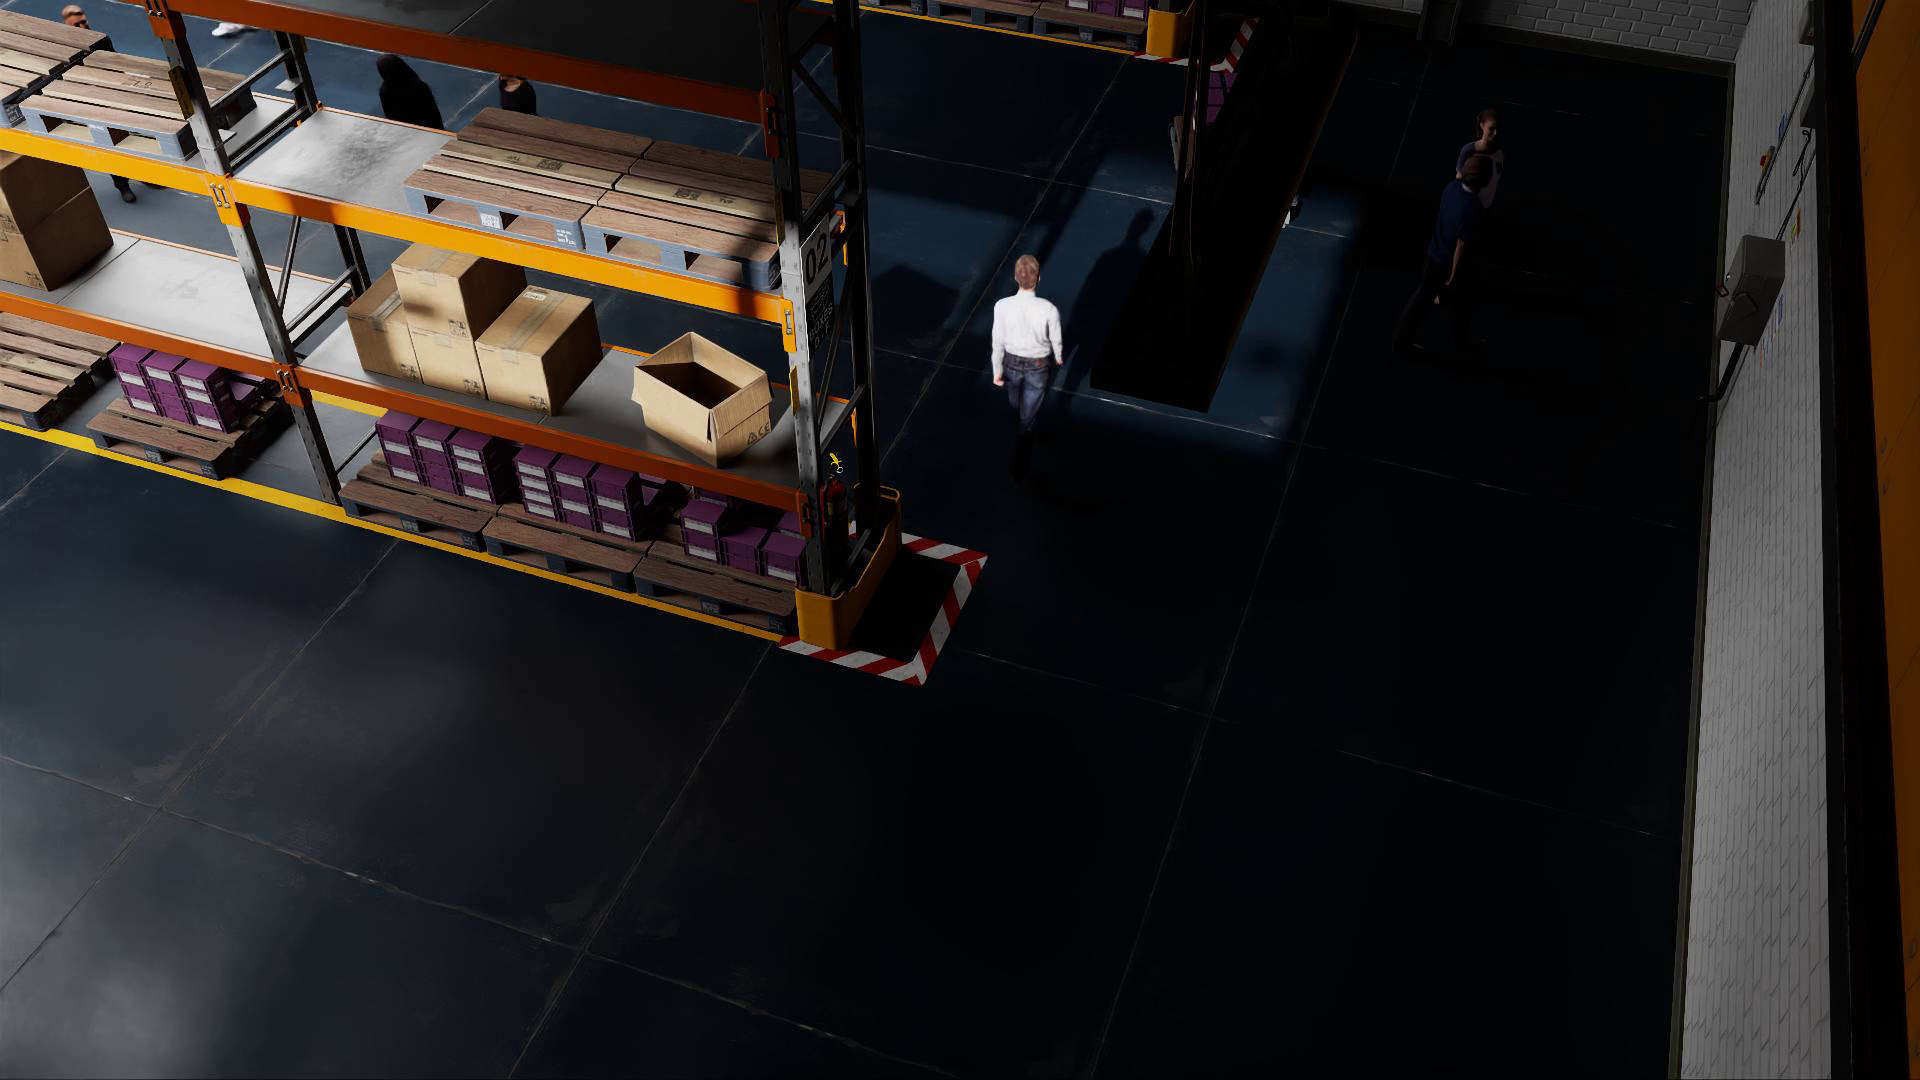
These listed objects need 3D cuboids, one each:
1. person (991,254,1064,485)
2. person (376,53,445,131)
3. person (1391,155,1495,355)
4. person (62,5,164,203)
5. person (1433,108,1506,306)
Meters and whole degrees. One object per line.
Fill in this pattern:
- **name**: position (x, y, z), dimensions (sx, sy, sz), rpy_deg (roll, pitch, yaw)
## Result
- **person**: position (0.474, -1.216, 12.181), dimensions (1.120, 1.765, 0.785), rpy_deg (10, 45, 10)
- **person**: position (-4.757, -3.522, 14.733), dimensions (0.682, 1.584, 0.929), rpy_deg (12, 45, 12)
- **person**: position (3.776, -2.194, 13.154), dimensions (1.119, 1.839, 1.025), rpy_deg (-15, 46, -15)
- **person**: position (-7.720, -3.976, 15.042), dimensions (0.719, 1.815, 0.761), rpy_deg (30, 51, 28)
- **person**: position (4.247, -2.791, 13.834), dimensions (0.653, 1.767, 0.741), rpy_deg (-10, 44, -10)
